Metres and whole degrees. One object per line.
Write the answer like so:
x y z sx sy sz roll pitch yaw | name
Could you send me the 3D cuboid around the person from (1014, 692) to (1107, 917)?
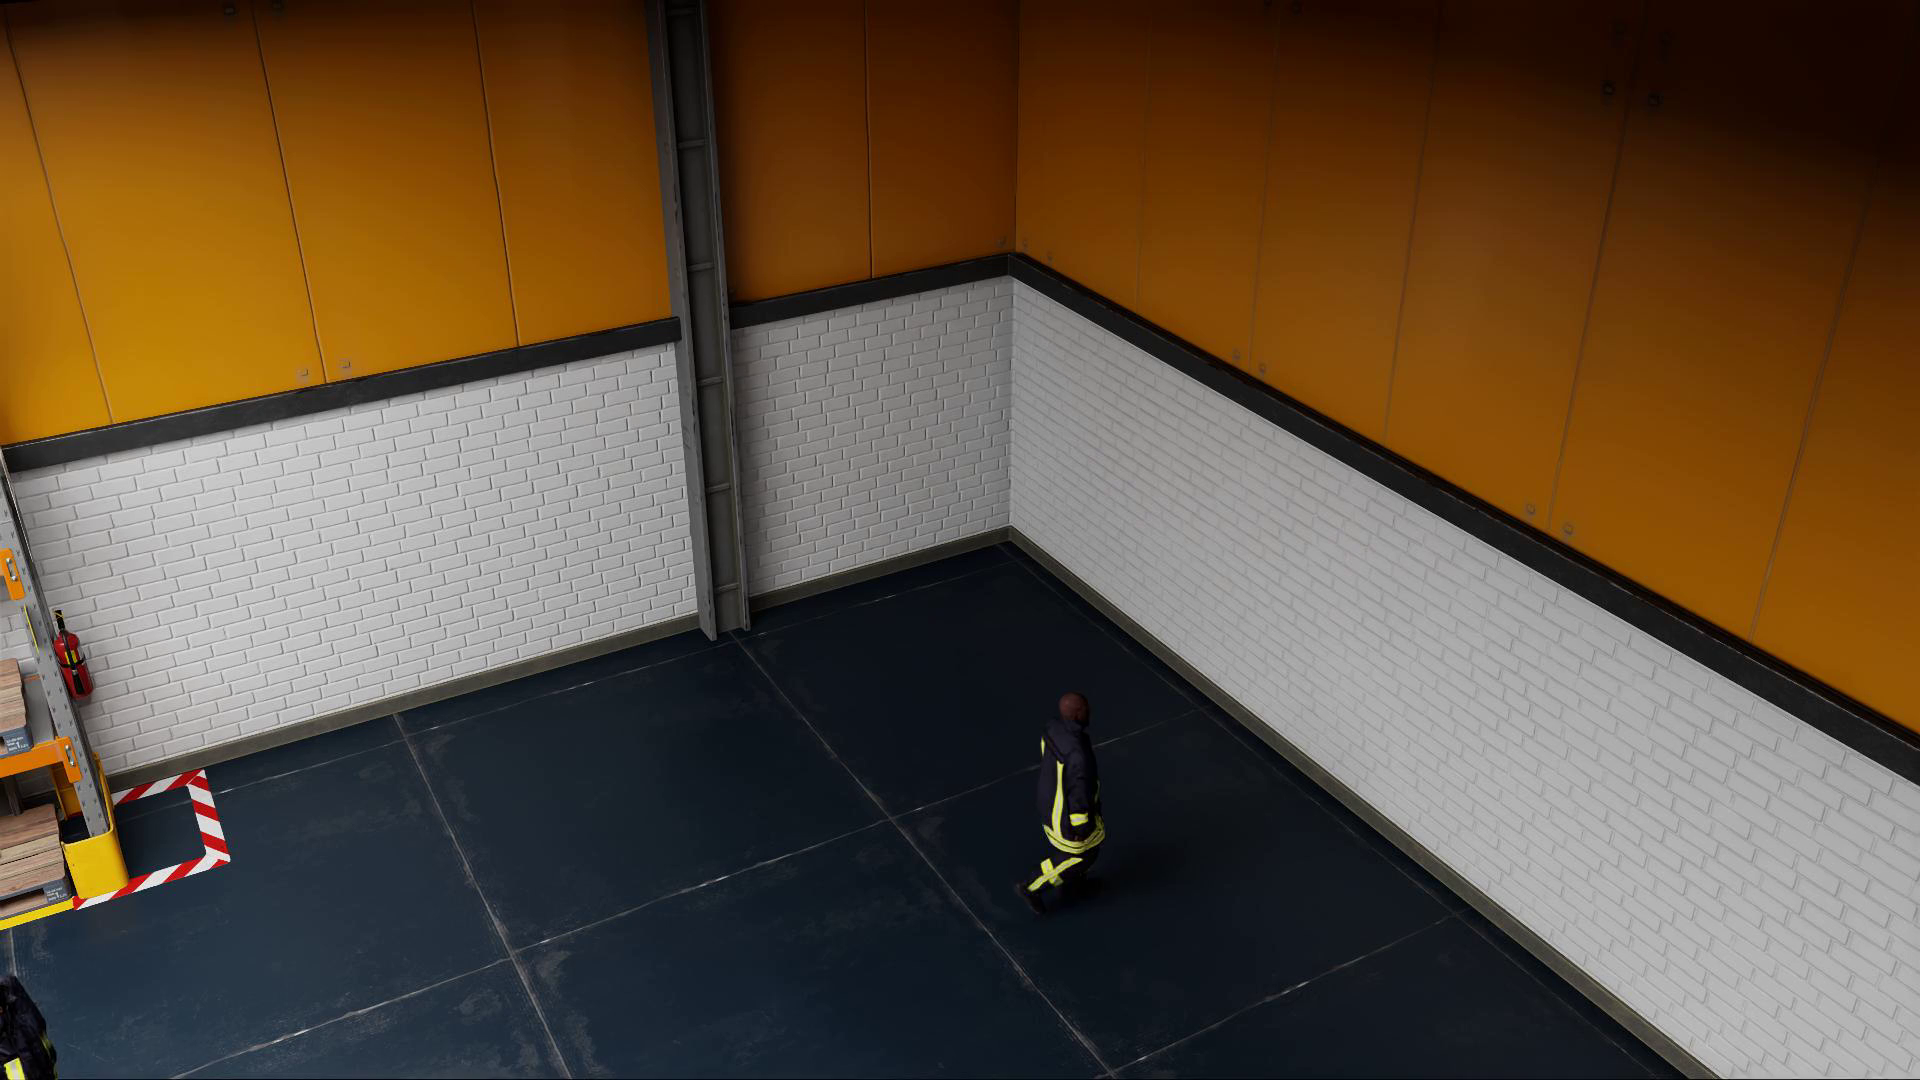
0.706 1.845 11.603 1.031 1.809 0.853 -9 30 -16 | person
